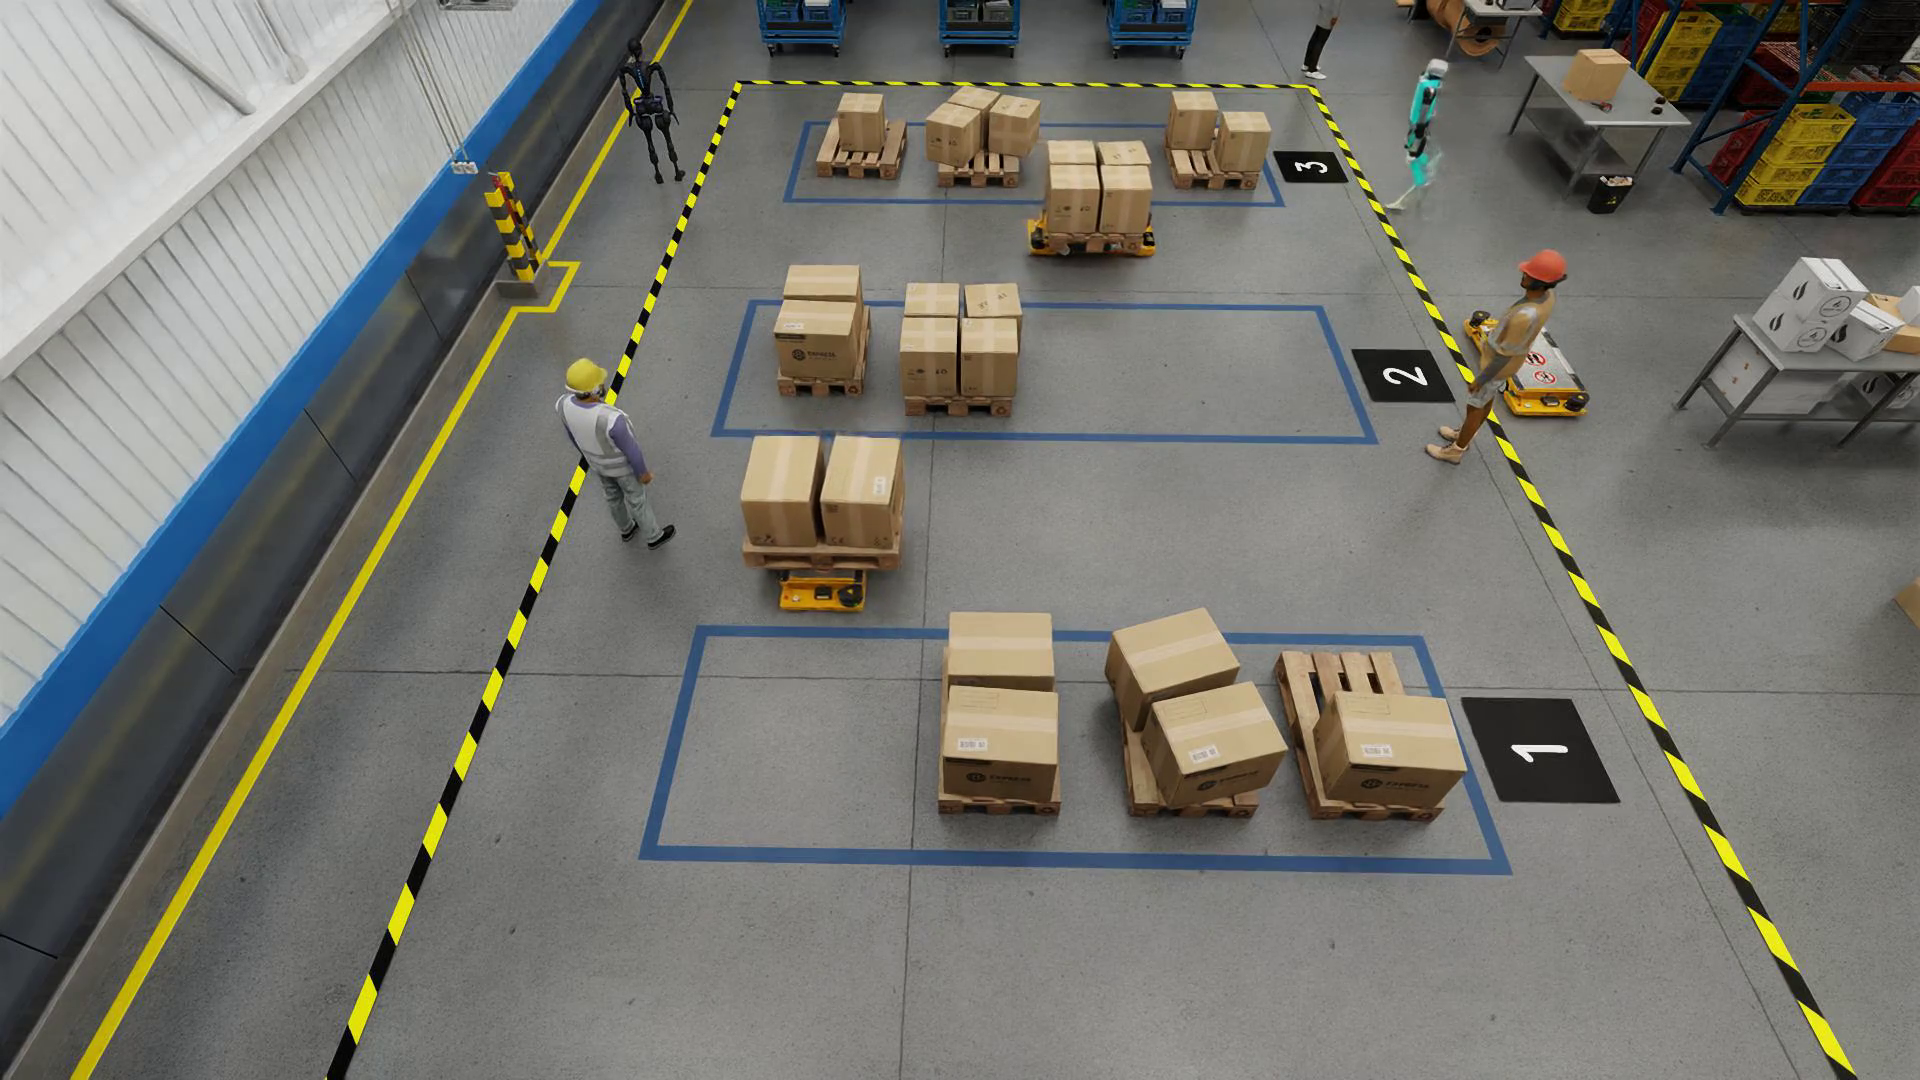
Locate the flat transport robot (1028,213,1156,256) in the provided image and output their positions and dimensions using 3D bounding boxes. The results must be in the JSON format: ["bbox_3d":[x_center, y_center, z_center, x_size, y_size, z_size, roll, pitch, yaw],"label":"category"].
[{"bbox_3d":[1.517,-3.563,10.599,1.431,0.197,0.652,1,49,1],"label":"flat transport robot"}]

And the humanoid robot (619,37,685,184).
[{"bbox_3d":[-3.737,-5.170,11.065,0.599,1.659,0.315,-7,50,-6],"label":"humanoid robot"}]

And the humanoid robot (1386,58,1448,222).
[{"bbox_3d":[5.376,-4.480,10.515,0.762,1.896,0.544,11,50,9],"label":"humanoid robot"}]

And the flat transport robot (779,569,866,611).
[{"bbox_3d":[-1.067,-0.039,7.549,0.652,0.197,1.431,1,49,1],"label":"flat transport robot"}]

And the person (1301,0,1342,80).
[{"bbox_3d":[5.317,-7.597,13.062,0.400,1.851,0.591,2,49,2],"label":"person"}]

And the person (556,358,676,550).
[{"bbox_3d":[-2.646,-0.631,7.044,0.600,1.830,0.404,19,52,15],"label":"person"}]

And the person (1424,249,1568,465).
[{"bbox_3d":[4.466,-1.483,7.644,0.375,2.045,0.605,36,58,27],"label":"person"}]

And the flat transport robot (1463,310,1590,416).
[{"bbox_3d":[5.573,-1.757,9.054,0.659,0.231,1.431,1,49,1],"label":"flat transport robot"}]
